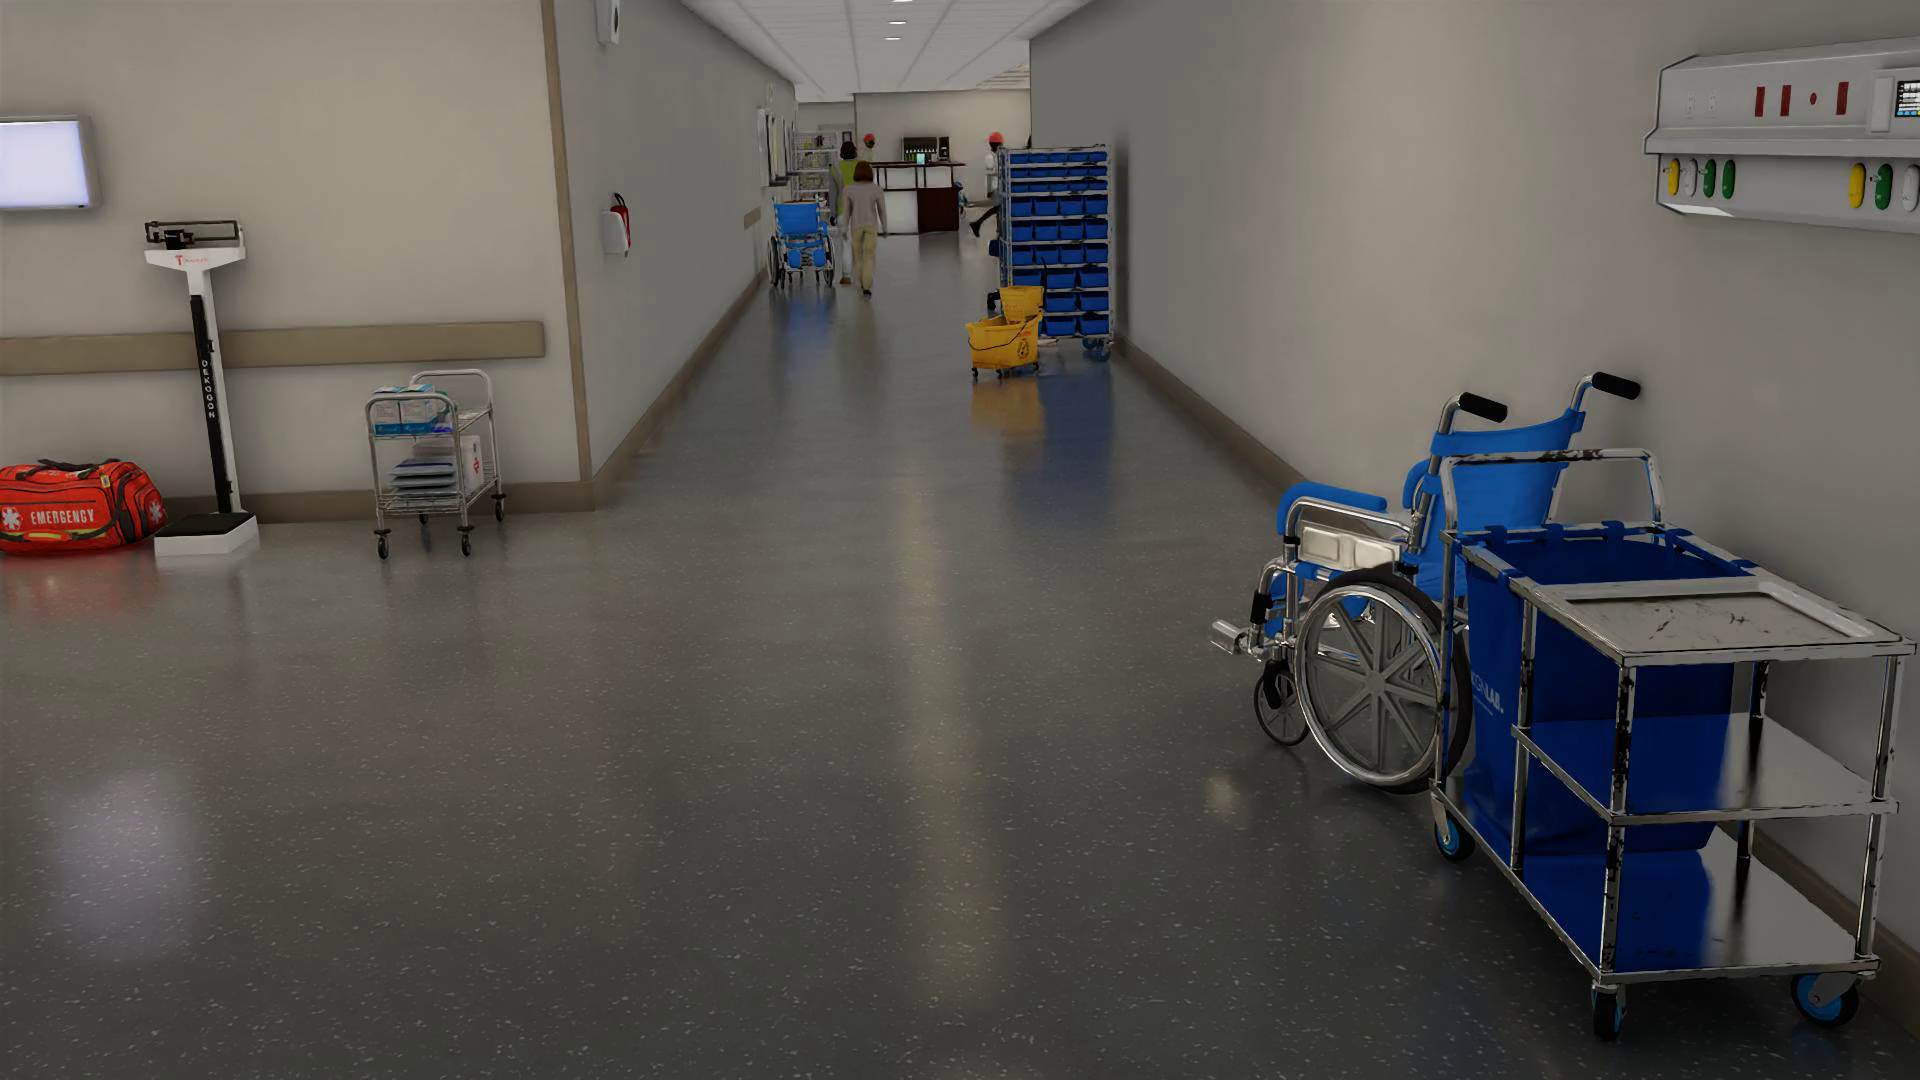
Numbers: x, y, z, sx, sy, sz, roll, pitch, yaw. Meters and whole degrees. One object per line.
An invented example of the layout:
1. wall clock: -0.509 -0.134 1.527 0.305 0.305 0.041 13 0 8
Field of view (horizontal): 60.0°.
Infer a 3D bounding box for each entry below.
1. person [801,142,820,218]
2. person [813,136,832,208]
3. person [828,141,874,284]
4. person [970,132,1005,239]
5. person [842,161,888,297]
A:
1. person: -3.403 -8.136 37.897 0.406 1.821 0.600 7 16 32
2. person: -3.660 -9.640 43.789 0.613 1.963 0.361 -2 14 0
3. person: -1.404 -4.259 21.688 0.619 1.838 0.430 -5 14 -14
4. person: 0.554 -6.376 30.012 0.799 1.916 0.547 3 14 18
5. person: -1.134 -3.756 20.079 0.528 1.583 0.852 -1 14 5
